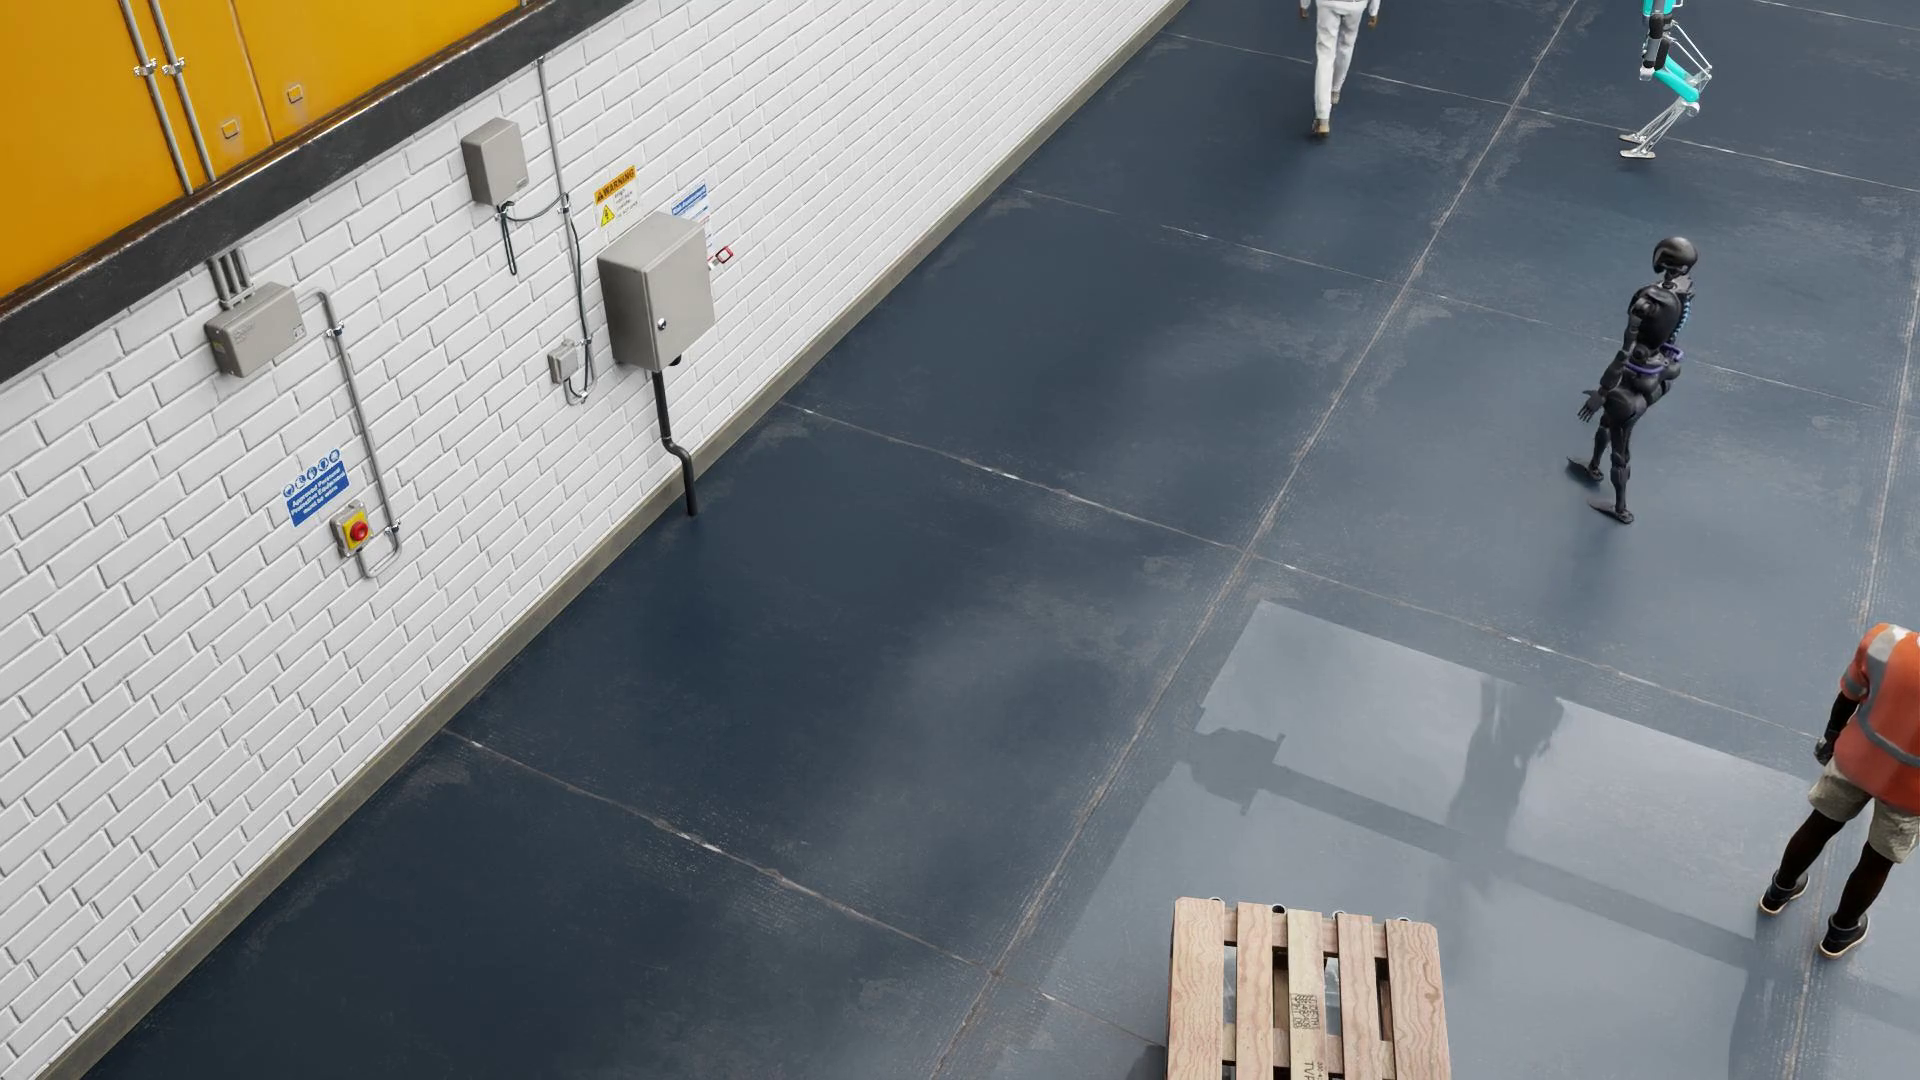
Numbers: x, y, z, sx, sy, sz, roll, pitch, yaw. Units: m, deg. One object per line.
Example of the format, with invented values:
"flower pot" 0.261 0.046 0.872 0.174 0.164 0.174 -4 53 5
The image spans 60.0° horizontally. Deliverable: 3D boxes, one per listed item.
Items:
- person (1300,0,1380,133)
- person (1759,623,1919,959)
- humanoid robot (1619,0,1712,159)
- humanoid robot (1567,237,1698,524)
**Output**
"person" 2.801 -3.962 12.236 0.576 1.835 0.977 4 41 5
"person" 3.648 0.892 6.517 0.369 1.958 0.596 -23 46 -24
"humanoid robot" 5.037 -3.462 11.625 0.735 1.677 0.533 13 43 15
"humanoid robot" 3.528 -0.861 8.768 0.597 1.642 0.550 -28 48 -29
